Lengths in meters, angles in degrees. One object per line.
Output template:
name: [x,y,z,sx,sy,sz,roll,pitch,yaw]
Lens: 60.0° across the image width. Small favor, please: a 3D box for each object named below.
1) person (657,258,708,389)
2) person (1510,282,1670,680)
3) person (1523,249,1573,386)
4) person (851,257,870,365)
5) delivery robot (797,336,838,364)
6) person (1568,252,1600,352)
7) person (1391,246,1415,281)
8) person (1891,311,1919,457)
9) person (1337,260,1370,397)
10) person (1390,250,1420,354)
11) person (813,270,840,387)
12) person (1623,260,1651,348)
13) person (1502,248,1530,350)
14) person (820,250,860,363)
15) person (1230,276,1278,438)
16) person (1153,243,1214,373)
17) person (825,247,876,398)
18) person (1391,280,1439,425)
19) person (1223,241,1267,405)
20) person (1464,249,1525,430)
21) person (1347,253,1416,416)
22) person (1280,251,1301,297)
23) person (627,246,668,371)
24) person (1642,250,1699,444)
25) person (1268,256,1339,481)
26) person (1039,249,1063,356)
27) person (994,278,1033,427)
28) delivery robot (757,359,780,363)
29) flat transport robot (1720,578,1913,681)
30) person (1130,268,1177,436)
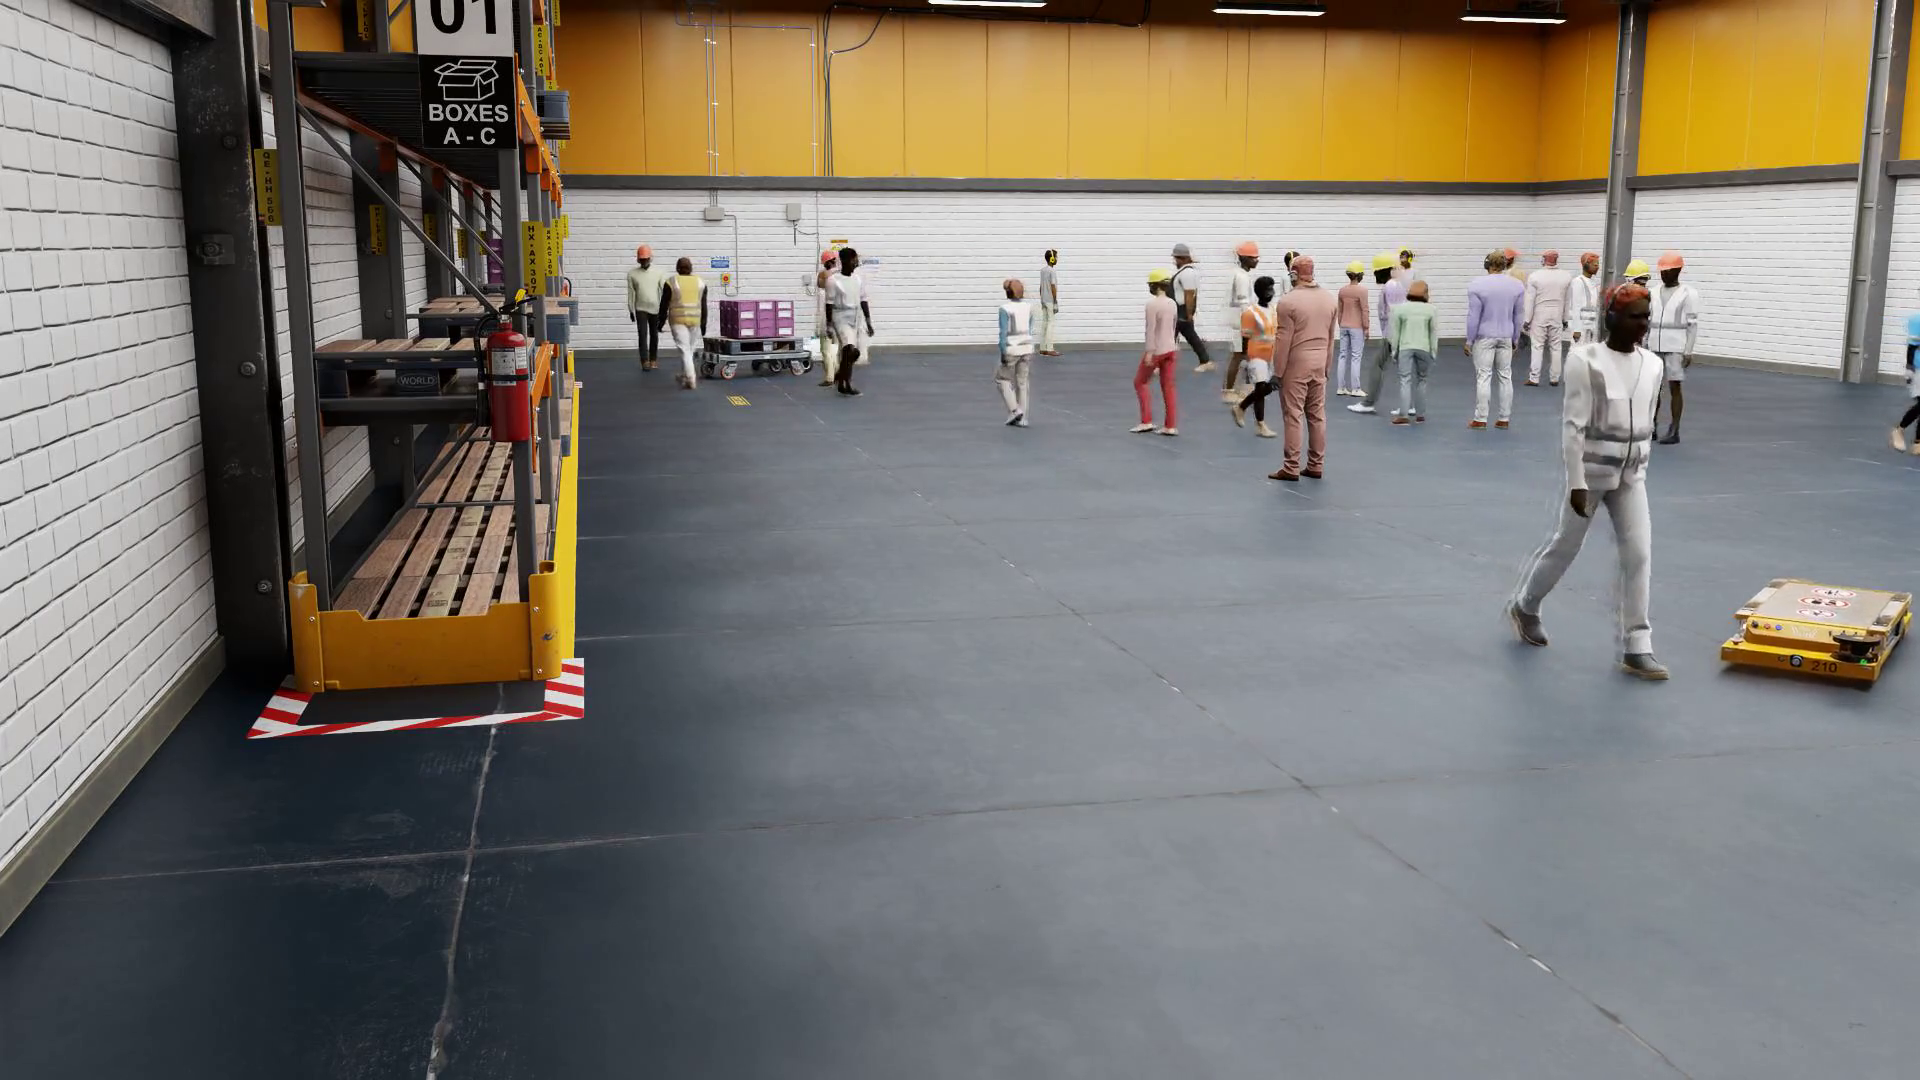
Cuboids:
person: [-3.823,-2.991,22.975,0.635,1.795,0.959,-6,12,-32]
person: [3.075,-0.314,8.012,0.572,1.850,0.971,-3,11,-15]
person: [8.182,-3.091,23.207,0.651,1.907,0.409,0,10,-3]
person: [-1.774,-3.787,27.333,0.629,1.812,0.699,1,10,5]
delivery robot: [-2.257,-2.929,25.794,0.707,0.478,0.477,-5,11,-24]
person: [7.841,-2.673,20.948,0.337,1.882,0.585,7,13,36]
person: [7.863,-4.246,29.547,0.366,1.926,0.593,-9,14,-42]
person: [9.050,-1.593,15.508,0.523,1.680,0.380,-2,10,-13]
person: [5.141,-2.753,21.714,0.305,1.772,0.525,-7,12,-32]
person: [7.816,-4.148,29.225,0.858,1.841,0.572,-5,11,-24]
person: [-1.871,-2.935,23.132,0.339,1.624,0.504,4,11,20]
person: [6.934,-1.961,17.146,0.588,1.835,0.403,-5,12,-27]
person: [9.908,-4.273,29.755,0.705,1.908,0.585,-3,11,-15]
person: [-1.991,-3.815,27.342,0.574,1.886,0.884,-10,14,-43]
person: [3.072,-1.910,17.295,0.545,1.672,0.626,-8,13,-39]
person: [3.442,-3.577,25.525,1.020,2.000,0.685,1,10,7]
person: [-1.400,-2.819,21.612,0.766,1.939,0.629,8,13,39]
person: [5.042,-2.073,18.468,0.508,1.588,0.601,2,10,12]
person: [3.591,-2.671,20.562,0.710,2.016,0.637,2,10,9]
person: [5.719,-2.142,17.854,0.627,1.941,0.372,-1,10,-6]
person: [4.944,-2.388,19.379,0.880,1.869,0.601,6,12,30]
person: [4.847,-3.291,24.424,0.328,1.868,0.514,2,10,12]
person: [-4.908,-3.638,26.170,0.614,1.947,1.022,-3,11,-16]
person: [7.077,-1.929,16.686,0.378,1.932,0.551,-7,13,-36]
person: [2.885,-1.450,14.130,0.639,1.902,0.407,-6,12,-31]
person: [1.591,-4.175,29.309,0.316,1.874,0.518,-5,11,-24]
person: [0.596,-2.034,18.144,0.519,1.627,0.364,-9,14,-41]
delivery robot: [-3.036,-2.987,26.114,0.477,0.478,0.707,2,10,13]
flat transport robot: [4.299,0.418,8.293,0.652,0.197,1.431,7,13,35]
person: [2.024,-1.961,17.378,0.599,1.745,0.543,10,14,43]
